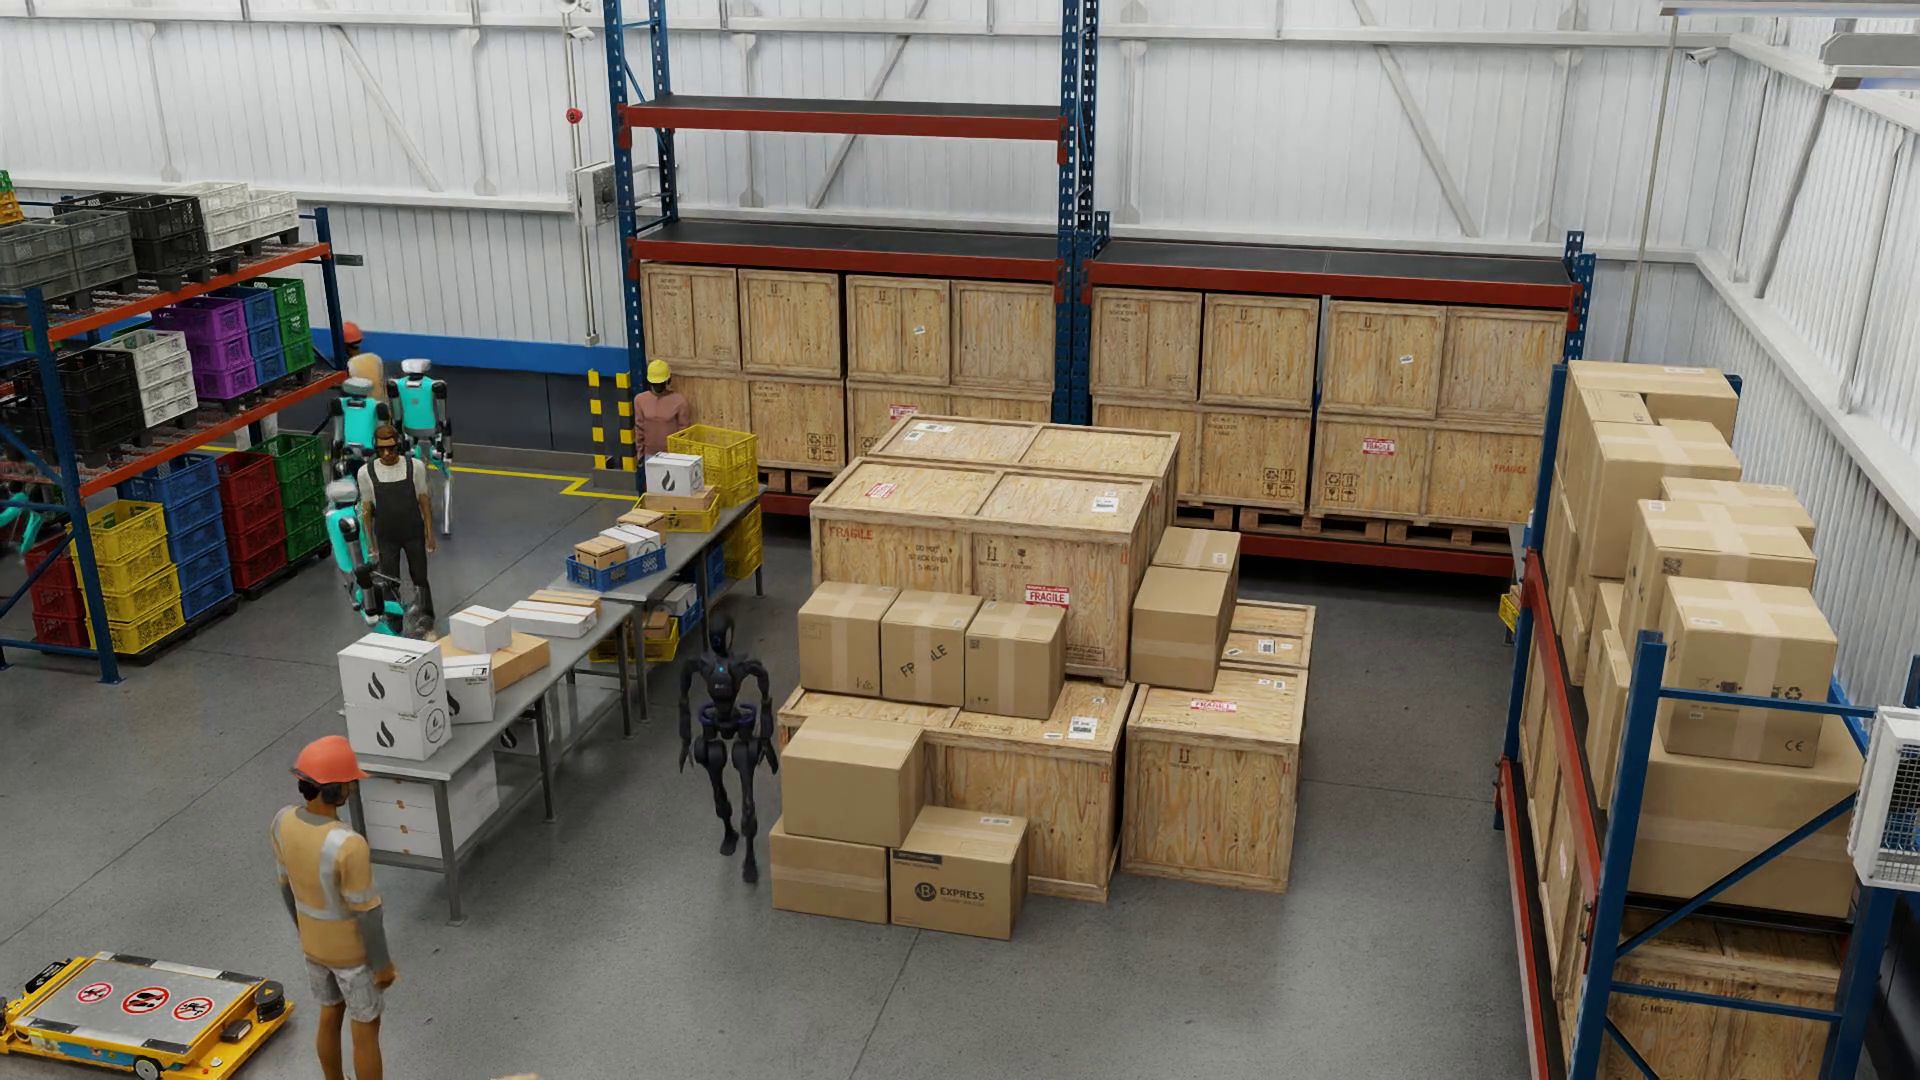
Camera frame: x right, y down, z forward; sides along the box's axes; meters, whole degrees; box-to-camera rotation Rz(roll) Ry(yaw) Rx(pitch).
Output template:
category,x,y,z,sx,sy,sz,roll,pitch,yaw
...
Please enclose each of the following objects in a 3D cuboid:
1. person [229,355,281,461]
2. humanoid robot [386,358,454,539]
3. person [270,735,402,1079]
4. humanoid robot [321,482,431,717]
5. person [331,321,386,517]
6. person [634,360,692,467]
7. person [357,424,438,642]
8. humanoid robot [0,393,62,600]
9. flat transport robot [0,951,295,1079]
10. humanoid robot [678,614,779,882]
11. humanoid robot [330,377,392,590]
category,x,y,z,sx,sy,sz,roll,pitch,yaw
person,-7.039,-1.416,16.565,0.432,1.835,0.625,15,26,35
humanoid robot,-4.833,-0.859,15.177,0.550,1.760,0.729,-1,21,-2
person,-2.854,1.851,7.738,0.606,2.032,0.401,13,25,31
humanoid robot,-4.158,0.396,11.975,0.910,1.769,0.543,-13,25,-31
person,-5.573,-1.119,15.660,0.582,1.922,0.564,9,23,23
person,-2.668,-0.774,14.987,0.523,1.761,0.336,3,21,7
person,-4.351,-0.025,12.922,0.507,1.839,0.338,-9,23,-21
humanoid robot,-7.904,-0.268,13.764,0.533,1.770,1.030,9,23,22
flat transport robot,-4.270,2.464,8.601,1.431,0.231,0.659,5,22,13
humanoid robot,-1.395,1.217,9.910,0.608,1.634,0.656,0,21,1
humanoid robot,-5.199,-0.430,14.160,0.574,1.772,0.953,3,21,7
